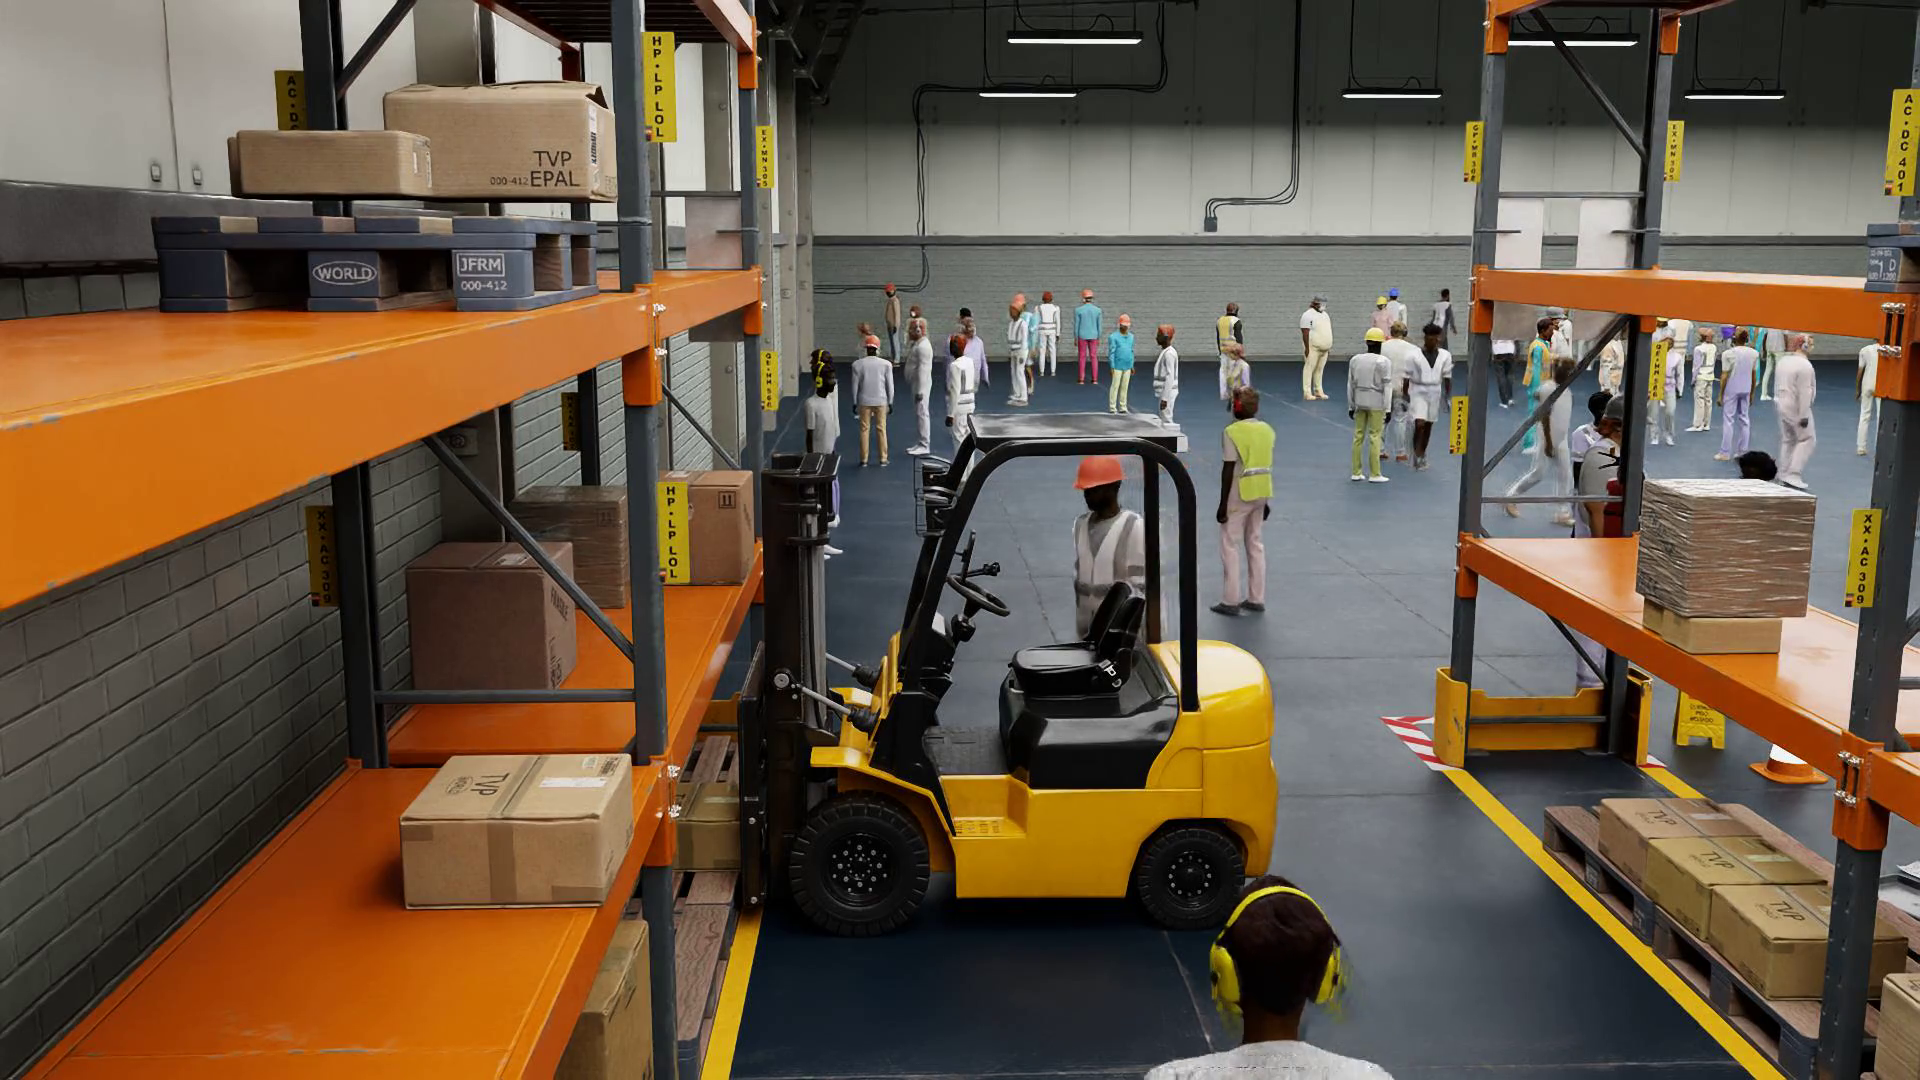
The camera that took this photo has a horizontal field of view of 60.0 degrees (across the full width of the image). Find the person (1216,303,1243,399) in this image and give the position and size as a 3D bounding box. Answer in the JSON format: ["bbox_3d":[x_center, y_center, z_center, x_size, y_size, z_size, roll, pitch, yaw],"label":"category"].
[{"bbox_3d":[5.139,-3.571,31.520,0.429,1.841,0.625,-7,12,-33],"label":"person"}]

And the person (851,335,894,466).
[{"bbox_3d":[-1.166,-1.855,22.190,0.573,1.750,0.332,0,10,-1],"label":"person"}]

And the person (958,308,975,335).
[{"bbox_3d":[0.130,-3.725,32.793,0.320,1.694,0.535,5,11,27],"label":"person"}]

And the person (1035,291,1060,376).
[{"bbox_3d":[1.947,-4.609,37.177,0.578,1.883,0.353,-1,10,-3],"label":"person"}]

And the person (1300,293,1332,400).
[{"bbox_3d":[6.802,-3.677,31.544,0.678,2.000,0.537,-8,13,-38],"label":"person"}]

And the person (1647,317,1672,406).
[{"bbox_3d":[12.707,-3.297,30.282,0.484,1.735,0.310,-1,10,-3],"label":"person"}]

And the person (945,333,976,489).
[{"bbox_3d":[-0.007,-1.565,20.218,0.353,1.883,0.573,4,11,23],"label":"person"}]

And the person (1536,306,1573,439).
[{"bbox_3d":[8.991,-2.533,25.172,0.538,2.000,0.683,8,13,36],"label":"person"}]

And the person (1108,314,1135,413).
[{"bbox_3d":[2.794,-2.995,28.553,0.563,1.748,0.339,-8,13,-37],"label":"person"}]

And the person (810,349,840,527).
[{"bbox_3d":[-1.431,-1.061,17.446,0.327,1.874,0.518,1,10,7],"label":"person"}]

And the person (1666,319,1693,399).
[{"bbox_3d":[13.571,-3.570,31.567,0.587,1.825,0.405,-2,10,-11],"label":"person"}]

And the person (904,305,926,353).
[{"bbox_3d":[-0.962,-4.362,36.546,0.510,1.610,0.684,4,11,24],"label":"person"}]

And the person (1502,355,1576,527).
[{"bbox_3d":[6.223,-1.067,17.651,0.523,1.815,0.844,-7,12,-35],"label":"person"}]

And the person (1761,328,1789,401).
[{"bbox_3d":[15.345,-3.538,31.283,0.324,1.861,0.518,-6,12,-31],"label":"person"}]

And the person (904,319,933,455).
[{"bbox_3d":[-0.589,-2.159,23.468,0.403,1.905,0.649,-1,10,-4],"label":"person"}]

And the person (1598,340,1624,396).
[{"bbox_3d":[9.494,-2.295,24.179,0.383,1.926,0.550,7,12,35],"label":"person"}]

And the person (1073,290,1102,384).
[{"bbox_3d":[2.676,-4.273,35.036,0.611,1.985,0.415,-3,11,-14],"label":"person"}]

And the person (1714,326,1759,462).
[{"bbox_3d":[10.576,-1.984,22.660,0.508,1.846,0.345,-1,10,-5],"label":"person"}]

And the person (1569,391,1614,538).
[{"bbox_3d":[5.566,-0.456,14.557,0.535,1.697,0.318,-4,11,-22],"label":"person"}]

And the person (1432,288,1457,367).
[{"bbox_3d":[11.427,-5.043,39.596,0.904,1.891,0.585,-3,11,-15],"label":"person"}]

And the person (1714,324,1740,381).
[{"bbox_3d":[16.462,-4.360,35.575,0.375,1.959,0.603,0,10,3],"label":"person"}]

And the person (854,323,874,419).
[{"bbox_3d":[-1.603,-2.852,28.106,0.352,1.621,0.533,-3,11,-17],"label":"person"}]

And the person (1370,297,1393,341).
[{"bbox_3d":[9.439,-4.566,37.290,0.528,1.762,0.352,8,13,36],"label":"person"}]

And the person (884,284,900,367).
[{"bbox_3d":[-1.626,-5.142,39.865,0.399,1.984,0.609,-3,11,-16],"label":"person"}]

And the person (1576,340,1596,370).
[{"bbox_3d":[14.510,-4.754,38.484,0.485,1.699,0.837,6,12,30],"label":"person"}]

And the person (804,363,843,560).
[{"bbox_3d":[-1.310,-0.743,15.720,0.322,1.861,0.511,3,11,18],"label":"person"}]

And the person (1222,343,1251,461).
[{"bbox_3d":[3.784,-1.851,22.513,0.340,1.634,0.527,-2,10,-11],"label":"person"}]

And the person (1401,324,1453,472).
[{"bbox_3d":[6.114,-1.853,21.696,0.619,1.925,0.798,-1,10,-7],"label":"person"}]

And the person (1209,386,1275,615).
[{"bbox_3d":[2.319,-0.315,13.410,0.577,1.829,0.398,-8,13,-38],"label":"person"}]

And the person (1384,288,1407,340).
[{"bbox_3d":[9.745,-4.699,37.486,0.615,1.948,0.385,2,10,13],"label":"person"}]

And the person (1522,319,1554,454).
[{"bbox_3d":[8.159,-2.171,23.526,0.380,1.910,0.592,4,11,22],"label":"person"}]

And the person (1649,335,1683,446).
[{"bbox_3d":[10.299,-2.179,24.364,0.533,1.621,0.582,3,11,17],"label":"person"}]

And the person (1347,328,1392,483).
[{"bbox_3d":[5.115,-1.676,20.716,0.595,1.923,0.373,10,14,43],"label":"person"}]

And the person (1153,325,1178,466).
[{"bbox_3d":[2.743,-1.935,22.284,0.355,1.882,0.575,0,10,2],"label":"person"}]

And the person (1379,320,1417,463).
[{"bbox_3d":[5.915,-2.018,22.621,0.632,1.931,0.366,9,13,41],"label":"person"}]

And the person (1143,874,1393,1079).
[{"bbox_3d":[0.546,1.534,3.123,0.532,1.831,0.958,-3,10,-14],"label":"person"}]

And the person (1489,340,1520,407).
[{"bbox_3d":[9.832,-3.357,30.240,0.610,1.870,0.621,1,10,5],"label":"person"}]

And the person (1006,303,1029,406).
[{"bbox_3d":[1.065,-3.391,30.418,0.359,1.876,0.592,-5,11,-25],"label":"person"}]

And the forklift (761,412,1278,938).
[{"bbox_3d":[0.291,0.548,7.580,2.313,2.155,1.214,0,10,-2],"label":"forklift"}]

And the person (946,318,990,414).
[{"bbox_3d":[0.154,-2.430,25.157,0.658,1.843,0.999,-8,13,-39],"label":"person"}]

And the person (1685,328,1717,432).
[{"bbox_3d":[11.695,-2.517,26.185,0.518,1.645,0.307,-7,12,-34],"label":"person"}]

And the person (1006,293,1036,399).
[{"bbox_3d":[1.187,-3.722,31.889,0.614,2.019,0.911,4,11,21],"label":"person"}]

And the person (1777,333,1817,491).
[{"bbox_3d":[10.146,-1.556,20.139,0.447,1.892,0.654,0,10,-3],"label":"person"}]

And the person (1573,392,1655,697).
[{"bbox_3d":[4.301,0.035,10.864,0.535,2.000,0.688,6,12,30],"label":"person"}]
